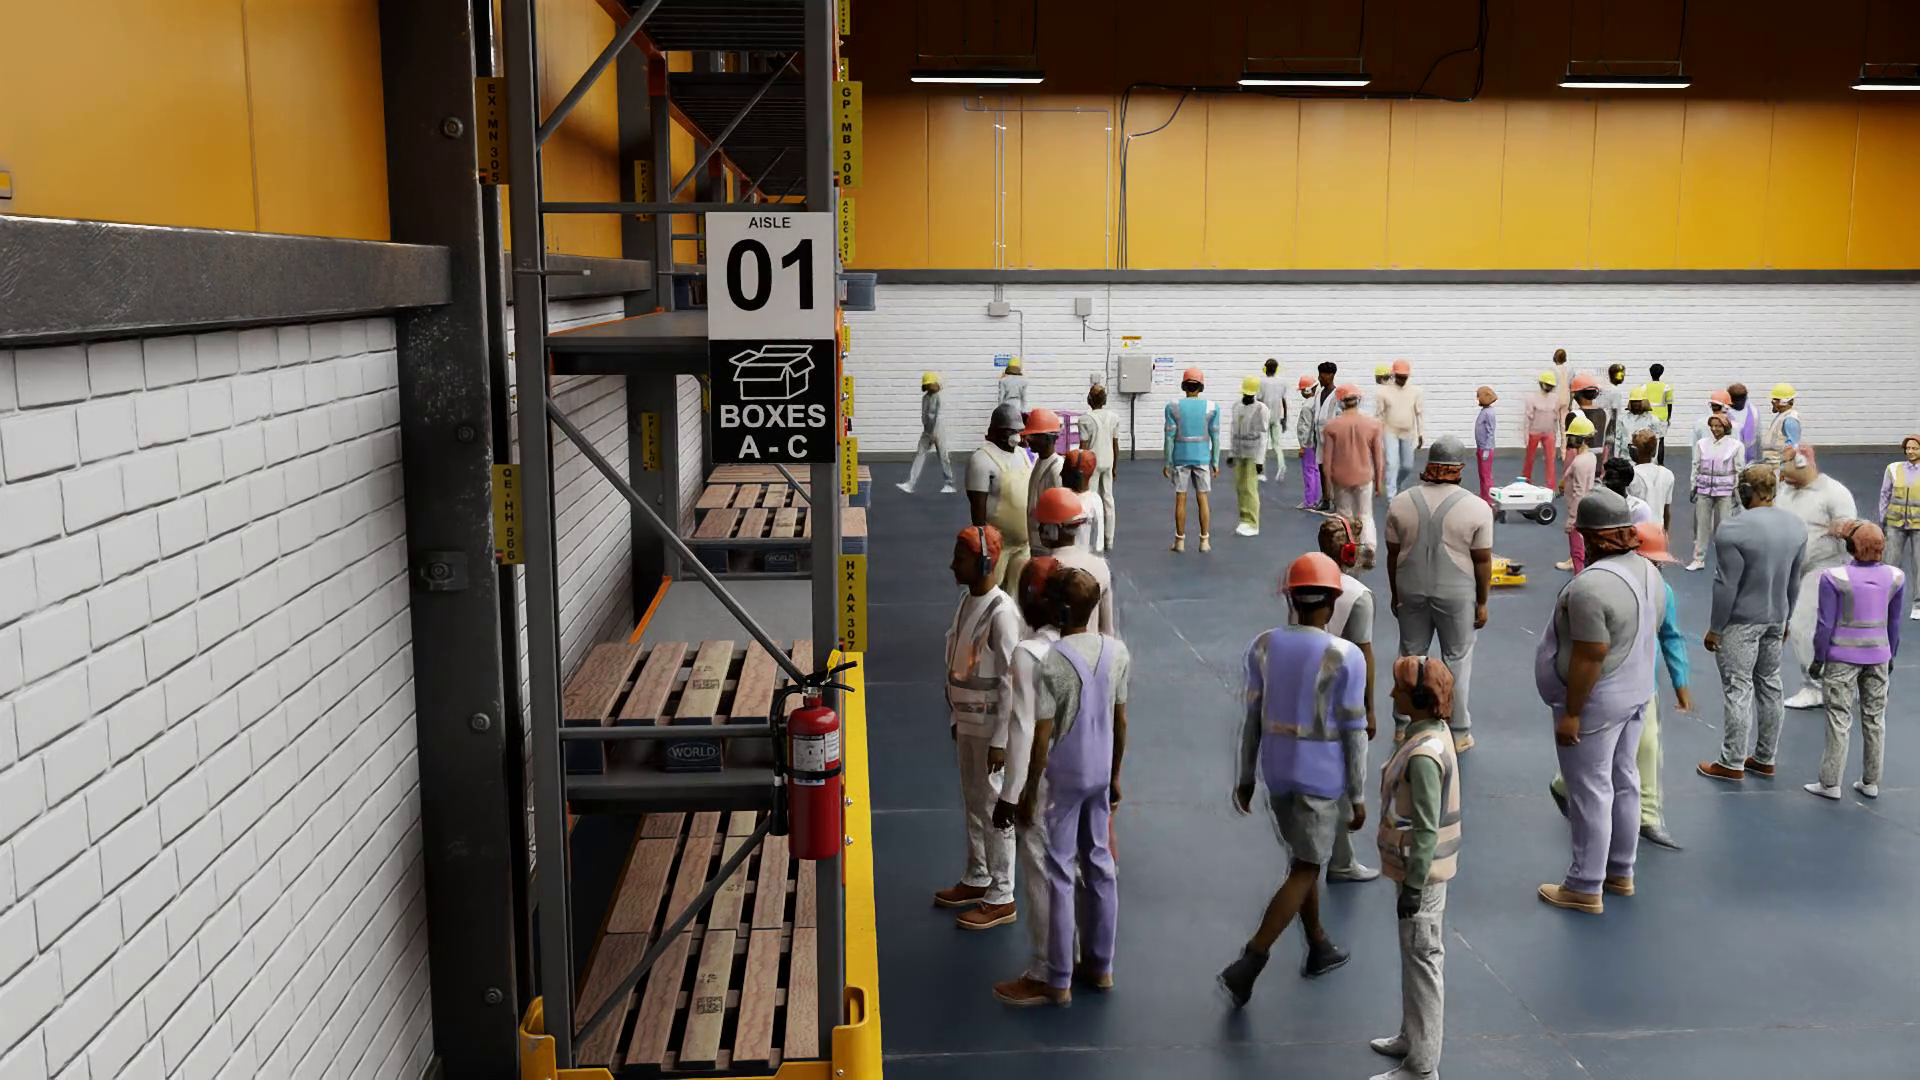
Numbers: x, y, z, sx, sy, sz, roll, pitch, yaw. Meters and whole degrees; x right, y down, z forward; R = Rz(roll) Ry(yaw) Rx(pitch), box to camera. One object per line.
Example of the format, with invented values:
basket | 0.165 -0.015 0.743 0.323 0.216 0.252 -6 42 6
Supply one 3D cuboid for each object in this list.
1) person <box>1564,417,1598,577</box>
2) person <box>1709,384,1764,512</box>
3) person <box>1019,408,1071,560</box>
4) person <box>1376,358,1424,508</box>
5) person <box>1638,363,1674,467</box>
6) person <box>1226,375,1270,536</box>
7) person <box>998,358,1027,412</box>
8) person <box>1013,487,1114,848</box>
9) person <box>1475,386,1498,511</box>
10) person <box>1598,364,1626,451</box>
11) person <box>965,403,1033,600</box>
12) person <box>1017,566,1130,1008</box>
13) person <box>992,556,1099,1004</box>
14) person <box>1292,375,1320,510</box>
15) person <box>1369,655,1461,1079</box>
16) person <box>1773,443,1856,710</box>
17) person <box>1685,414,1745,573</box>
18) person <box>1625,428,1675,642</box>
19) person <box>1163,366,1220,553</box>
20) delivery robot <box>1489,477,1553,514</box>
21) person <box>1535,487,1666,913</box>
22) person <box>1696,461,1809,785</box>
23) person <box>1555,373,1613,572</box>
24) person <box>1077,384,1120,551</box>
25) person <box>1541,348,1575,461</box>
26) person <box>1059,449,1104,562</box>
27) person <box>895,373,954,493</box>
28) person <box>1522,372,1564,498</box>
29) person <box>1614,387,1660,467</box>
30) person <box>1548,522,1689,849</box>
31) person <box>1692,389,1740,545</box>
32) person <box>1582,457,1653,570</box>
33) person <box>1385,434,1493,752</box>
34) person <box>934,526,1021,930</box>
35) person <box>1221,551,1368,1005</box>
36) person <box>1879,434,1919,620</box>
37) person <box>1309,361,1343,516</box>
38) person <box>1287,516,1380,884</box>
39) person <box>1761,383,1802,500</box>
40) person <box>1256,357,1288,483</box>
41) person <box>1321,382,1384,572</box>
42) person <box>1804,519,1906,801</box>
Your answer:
person | 5.552 -0.220 14.956 0.316 1.769 0.524 5 10 30
person | 8.929 -0.885 19.078 0.685 1.793 0.843 0 9 0
person | 0.628 0.024 12.562 0.394 2.039 0.615 -2 9 -13
person | 5.698 -1.383 21.621 0.616 1.972 0.740 0 9 1
person | 10.583 -1.845 25.379 0.542 1.696 0.316 3 10 19
person | 3.378 -0.996 19.471 0.433 1.890 0.629 -5 10 -30
person | 0.817 -2.028 26.422 0.503 1.731 0.349 -3 9 -17
person | 0.437 0.695 8.624 1.002 1.942 0.618 8 12 41
person | 6.666 -1.143 21.167 0.283 1.633 0.499 1 9 5
person | 8.859 -1.465 22.543 0.618 1.844 0.511 -2 9 -12
person | 0.381 -0.076 13.193 0.536 2.000 0.688 7 12 38
person | 0.467 1.018 6.934 0.514 1.846 0.338 -6 11 -34
person | 0.404 1.001 6.978 0.430 1.871 0.677 5 11 31
person | 4.509 -1.262 21.562 0.334 1.743 0.560 5 10 27
person | 1.708 1.235 6.220 0.305 1.639 0.522 3 9 16
person | 5.933 0.264 11.669 0.588 1.861 0.737 -1 9 -6
person | 7.695 -0.471 16.930 0.311 1.638 0.523 -8 12 -42
person | 5.312 0.047 13.035 0.507 1.846 0.346 -3 9 -18
person | 2.527 -0.875 18.207 0.615 2.041 0.391 0 9 1
delivery robot | 6.869 -0.527 20.381 0.707 0.478 0.477 -1 9 -4
person | 3.040 0.749 8.013 0.686 2.000 0.535 -8 12 -41
person | 4.723 0.497 9.936 0.630 1.934 0.372 -3 10 -20
person | 6.361 -0.686 17.026 0.611 2.040 0.393 -5 10 -29
person | 1.498 -0.779 18.223 0.507 1.846 0.346 -4 10 -24
person | 9.735 -2.191 27.087 0.514 1.844 0.333 -1 9 -8
person | 0.794 0.322 11.183 0.355 1.885 0.575 2 9 11
person | -0.435 -1.460 22.983 0.934 1.686 0.497 -9 12 -43
person | 7.935 -1.416 22.590 0.560 1.717 0.873 -1 9 -8
person | 7.855 -0.909 19.359 0.492 1.744 0.295 6 11 34
person | 3.595 0.756 8.969 0.602 1.719 0.751 -3 10 -19
person | 8.526 -0.818 18.746 0.321 1.754 0.563 -6 11 -33
person | 4.862 0.226 12.376 0.316 1.695 0.541 -6 11 -34
person | 3.092 0.325 10.675 0.685 2.000 0.535 6 11 35
person | 0.094 0.864 7.781 0.345 1.882 0.584 -3 10 -20
person | 1.382 0.999 6.953 0.887 1.894 0.576 -8 12 -43
person | 8.408 -0.120 14.727 0.308 1.641 0.515 -9 12 -43
person | 4.667 -1.287 21.076 0.379 1.958 0.598 -4 10 -25
person | 1.852 0.794 8.337 0.390 1.846 0.565 -6 11 -31
person | 9.269 -0.863 18.793 0.403 1.827 0.599 3 9 17
person | 4.569 -1.748 24.347 0.521 1.846 0.753 -2 9 -9
person | 3.975 -0.612 16.849 0.643 1.957 0.614 1 9 3
person | 5.170 0.694 9.603 0.511 1.645 0.307 -1 9 -5
